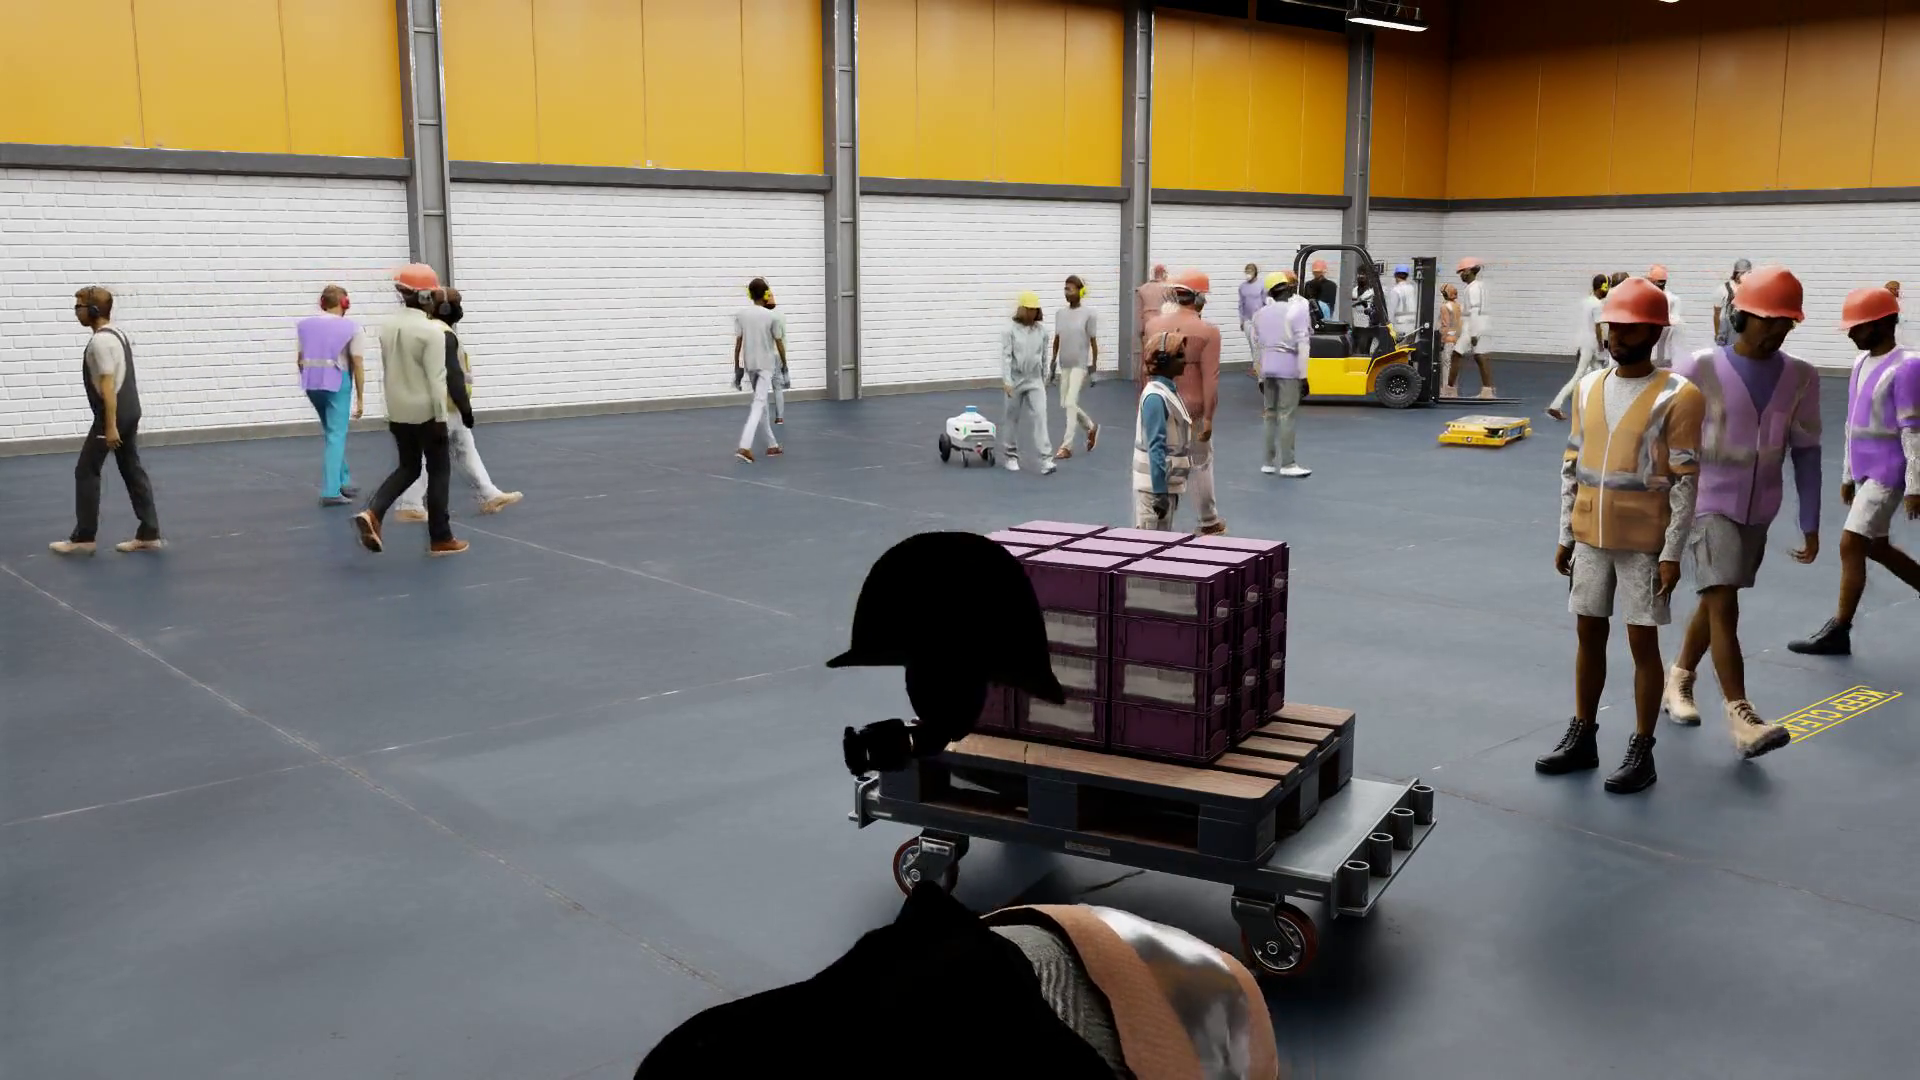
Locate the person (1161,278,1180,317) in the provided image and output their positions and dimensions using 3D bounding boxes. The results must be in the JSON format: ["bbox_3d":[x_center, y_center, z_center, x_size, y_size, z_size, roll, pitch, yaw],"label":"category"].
[{"bbox_3d":[2.892,-2.640,22.305,0.556,1.718,0.516,-6,11,-31],"label":"person"}]

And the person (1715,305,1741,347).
[{"bbox_3d":[9.463,-2.202,20.130,0.602,1.585,0.793,3,10,17],"label":"person"}]

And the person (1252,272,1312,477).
[{"bbox_3d":[3.022,-1.530,15.385,0.426,1.876,0.762,-9,13,-41],"label":"person"}]

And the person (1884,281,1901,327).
[{"bbox_3d":[14.533,-3.231,26.048,0.276,1.633,0.507,3,10,19],"label":"person"}]

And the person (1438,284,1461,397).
[{"bbox_3d":[6.863,-2.772,23.354,0.314,1.636,0.514,7,12,37],"label":"person"}]

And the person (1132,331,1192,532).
[{"bbox_3d":[1.041,-0.253,8.591,0.309,1.641,0.511,2,10,12],"label":"person"}]

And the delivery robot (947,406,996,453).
[{"bbox_3d":[0.106,-1.064,16.224,0.477,0.478,0.707,-2,10,-14],"label":"delivery robot"}]

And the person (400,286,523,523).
[{"bbox_3d":[-3.884,-1.037,12.742,0.974,1.786,0.654,-4,11,-23],"label":"person"}]

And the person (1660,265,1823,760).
[{"bbox_3d":[3.212,-0.119,6.818,0.625,1.973,1.082,-1,10,-5],"label":"person"}]

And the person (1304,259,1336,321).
[{"bbox_3d":[5.956,-3.685,27.727,0.616,1.971,0.443,6,12,33],"label":"person"}]

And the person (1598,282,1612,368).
[{"bbox_3d":[9.577,-3.013,24.572,0.299,1.731,0.559,-4,10,-21],"label":"person"}]

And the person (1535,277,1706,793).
[{"bbox_3d":[2.509,-0.017,6.328,0.353,1.942,0.546,-7,12,-35],"label":"person"}]

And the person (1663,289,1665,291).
[{"bbox_3d":[9.395,-2.661,22.489,0.822,1.708,0.525,6,11,30],"label":"person"}]

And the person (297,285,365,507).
[{"bbox_3d":[-5.157,-1.195,13.715,0.572,1.772,0.898,2,10,9],"label":"person"}]

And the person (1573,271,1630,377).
[{"bbox_3d":[9.269,-2.941,23.837,0.750,1.815,0.633,3,10,16],"label":"person"}]

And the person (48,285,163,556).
[{"bbox_3d":[-5.842,-0.791,11.211,0.809,1.814,0.549,-2,10,-11],"label":"person"}]

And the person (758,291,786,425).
[{"bbox_3d":[-2.322,-2.194,19.975,0.509,1.631,0.269,-6,11,-30],"label":"person"}]

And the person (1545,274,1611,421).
[{"bbox_3d":[7.674,-2.343,20.351,0.959,1.813,0.553,2,10,10],"label":"person"}]

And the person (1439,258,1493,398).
[{"bbox_3d":[7.001,-2.912,23.127,0.993,1.981,0.623,4,10,22],"label":"person"}]

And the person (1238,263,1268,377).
[{"bbox_3d":[4.914,-3.664,27.823,0.623,1.902,0.636,-9,13,-42],"label":"person"}]

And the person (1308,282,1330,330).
[{"bbox_3d":[5.259,-2.991,24.601,0.904,1.650,0.539,-3,10,-18],"label":"person"}]

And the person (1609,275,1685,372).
[{"bbox_3d":[5.538,-1.189,13.408,0.618,1.866,0.418,7,12,37],"label":"person"}]

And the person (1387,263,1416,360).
[{"bbox_3d":[6.368,-3.015,23.964,0.489,1.923,0.761,9,13,43],"label":"person"}]

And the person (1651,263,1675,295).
[{"bbox_3d":[10.540,-3.239,25.266,0.556,1.917,0.652,4,11,24],"label":"person"}]

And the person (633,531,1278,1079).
[{"bbox_3d":[0.004,0.889,1.072,0.645,1.924,0.379,-7,12,-36],"label":"person"}]

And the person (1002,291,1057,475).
[{"bbox_3d":[0.622,-1.449,15.446,0.497,1.691,0.921,-3,10,-16],"label":"person"}]

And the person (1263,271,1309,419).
[{"bbox_3d":[4.000,-2.373,20.434,0.606,1.832,0.698,6,12,33],"label":"person"}]

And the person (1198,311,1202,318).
[{"bbox_3d":[3.649,-3.401,26.882,0.534,1.690,0.319,4,11,24],"label":"person"}]

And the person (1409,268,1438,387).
[{"bbox_3d":[6.778,-3.071,24.297,0.755,1.901,0.763,0,10,2],"label":"person"}]

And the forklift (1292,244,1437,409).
[{"bbox_3d":[5.256,-2.933,22.661,2.313,2.155,1.214,3,10,16],"label":"forklift"}]

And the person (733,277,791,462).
[{"bbox_3d":[-1.984,-1.690,16.518,0.531,1.830,1.000,4,11,23],"label":"person"}]

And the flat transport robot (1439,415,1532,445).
[{"bbox_3d":[5.765,-1.212,18.207,0.652,0.197,1.431,6,11,31],"label":"flat transport robot"}]

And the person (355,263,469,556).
[{"bbox_3d":[-3.665,-0.843,11.056,0.619,1.979,0.706,6,11,30],"label":"person"}]

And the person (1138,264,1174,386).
[{"bbox_3d":[2.997,-3.213,25.188,0.686,1.899,0.394,7,12,35],"label":"person"}]

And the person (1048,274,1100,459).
[{"bbox_3d":[1.172,-1.753,16.777,0.523,1.852,0.783,9,13,42],"label":"person"}]

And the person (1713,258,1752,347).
[{"bbox_3d":[11.229,-3.083,23.991,0.688,2.000,0.942,2,10,9],"label":"person"}]

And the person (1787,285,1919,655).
[{"bbox_3d":[4.726,-0.341,8.404,0.869,1.893,0.566,1,10,4],"label":"person"}]

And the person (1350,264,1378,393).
[{"bbox_3d":[5.944,-3.104,24.521,0.456,1.896,0.621,-4,10,-22],"label":"person"}]

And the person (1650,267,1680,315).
[{"bbox_3d":[8.960,-2.561,21.393,0.550,1.902,0.953,2,10,12],"label":"person"}]

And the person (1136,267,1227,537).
[{"bbox_3d":[1.550,-0.932,11.695,0.621,1.951,1.017,7,12,35],"label":"person"}]
